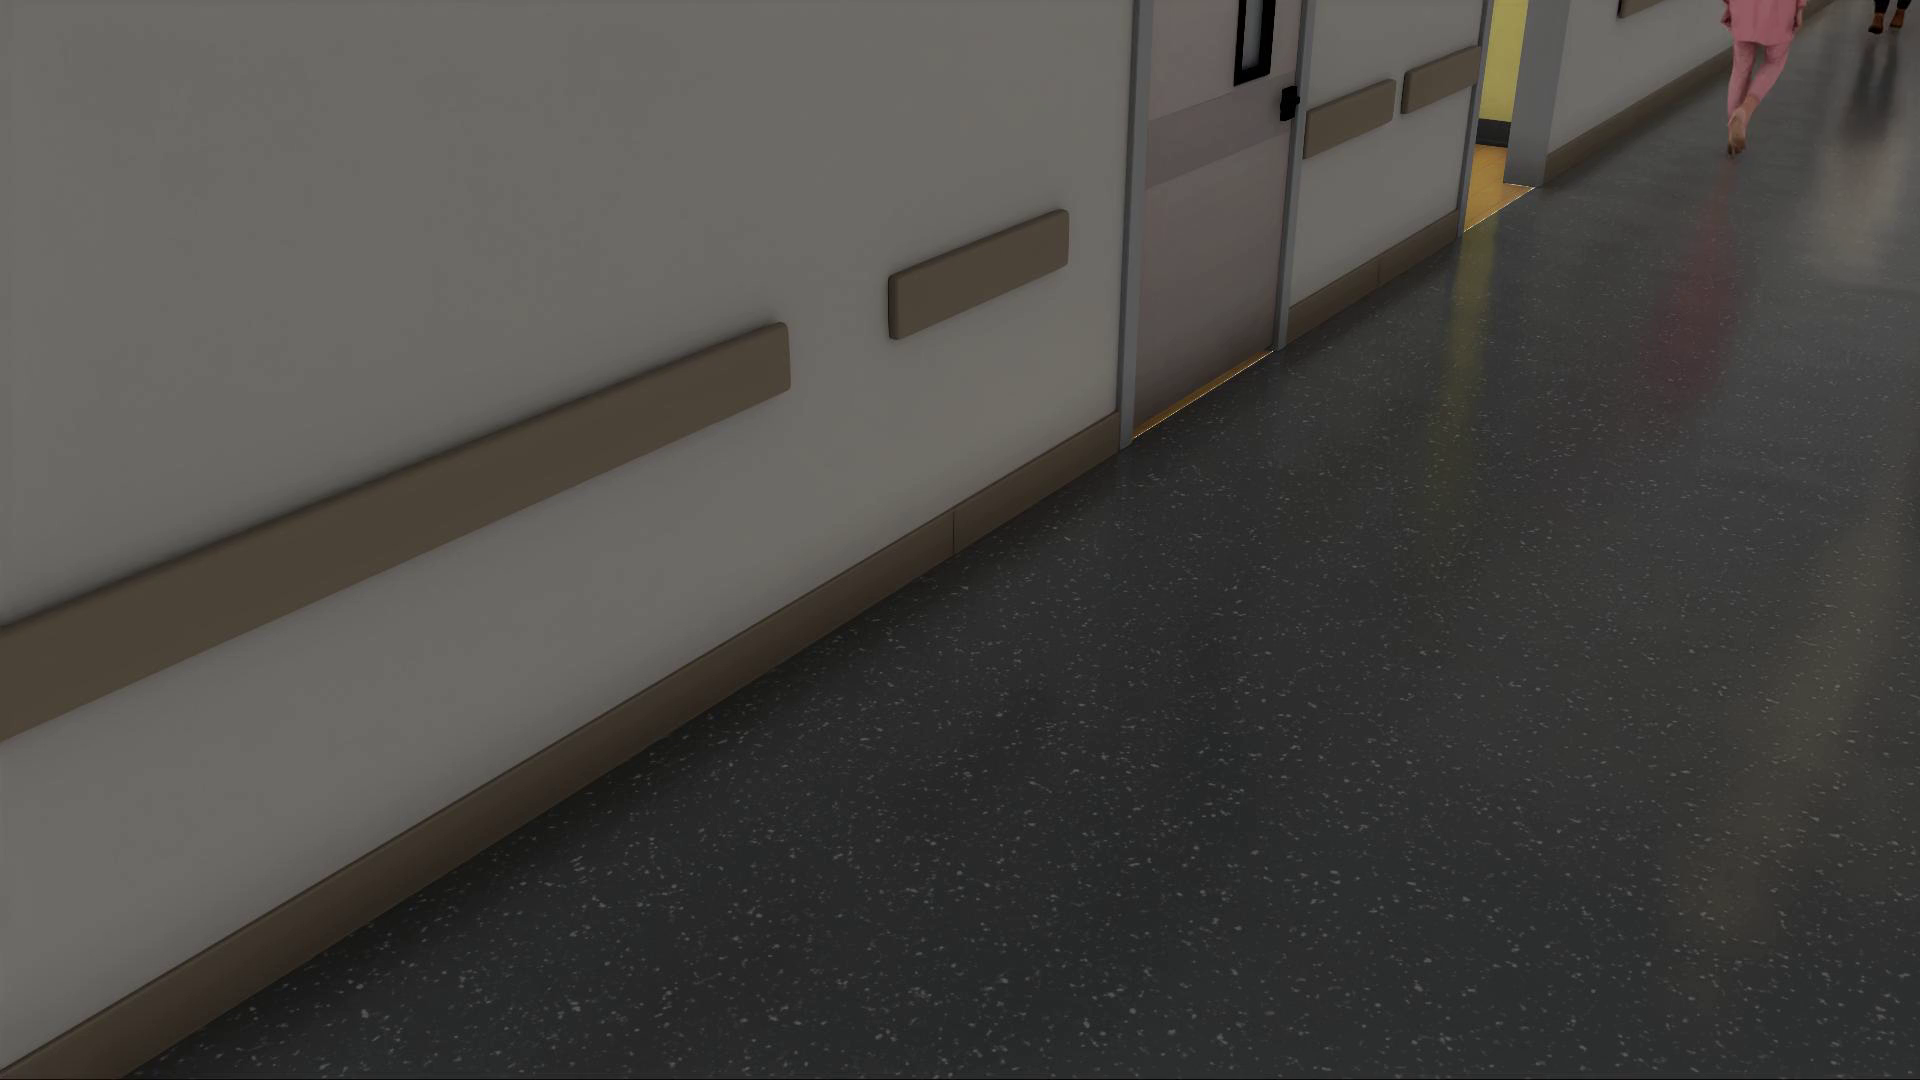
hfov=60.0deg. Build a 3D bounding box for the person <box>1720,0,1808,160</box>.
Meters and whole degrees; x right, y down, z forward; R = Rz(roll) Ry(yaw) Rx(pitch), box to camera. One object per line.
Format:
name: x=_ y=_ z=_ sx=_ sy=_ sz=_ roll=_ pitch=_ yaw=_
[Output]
person: x=4.781 y=-3.168 z=9.943 sx=0.637 sy=1.791 sz=0.682 roll=18 pitch=31 yaw=32
